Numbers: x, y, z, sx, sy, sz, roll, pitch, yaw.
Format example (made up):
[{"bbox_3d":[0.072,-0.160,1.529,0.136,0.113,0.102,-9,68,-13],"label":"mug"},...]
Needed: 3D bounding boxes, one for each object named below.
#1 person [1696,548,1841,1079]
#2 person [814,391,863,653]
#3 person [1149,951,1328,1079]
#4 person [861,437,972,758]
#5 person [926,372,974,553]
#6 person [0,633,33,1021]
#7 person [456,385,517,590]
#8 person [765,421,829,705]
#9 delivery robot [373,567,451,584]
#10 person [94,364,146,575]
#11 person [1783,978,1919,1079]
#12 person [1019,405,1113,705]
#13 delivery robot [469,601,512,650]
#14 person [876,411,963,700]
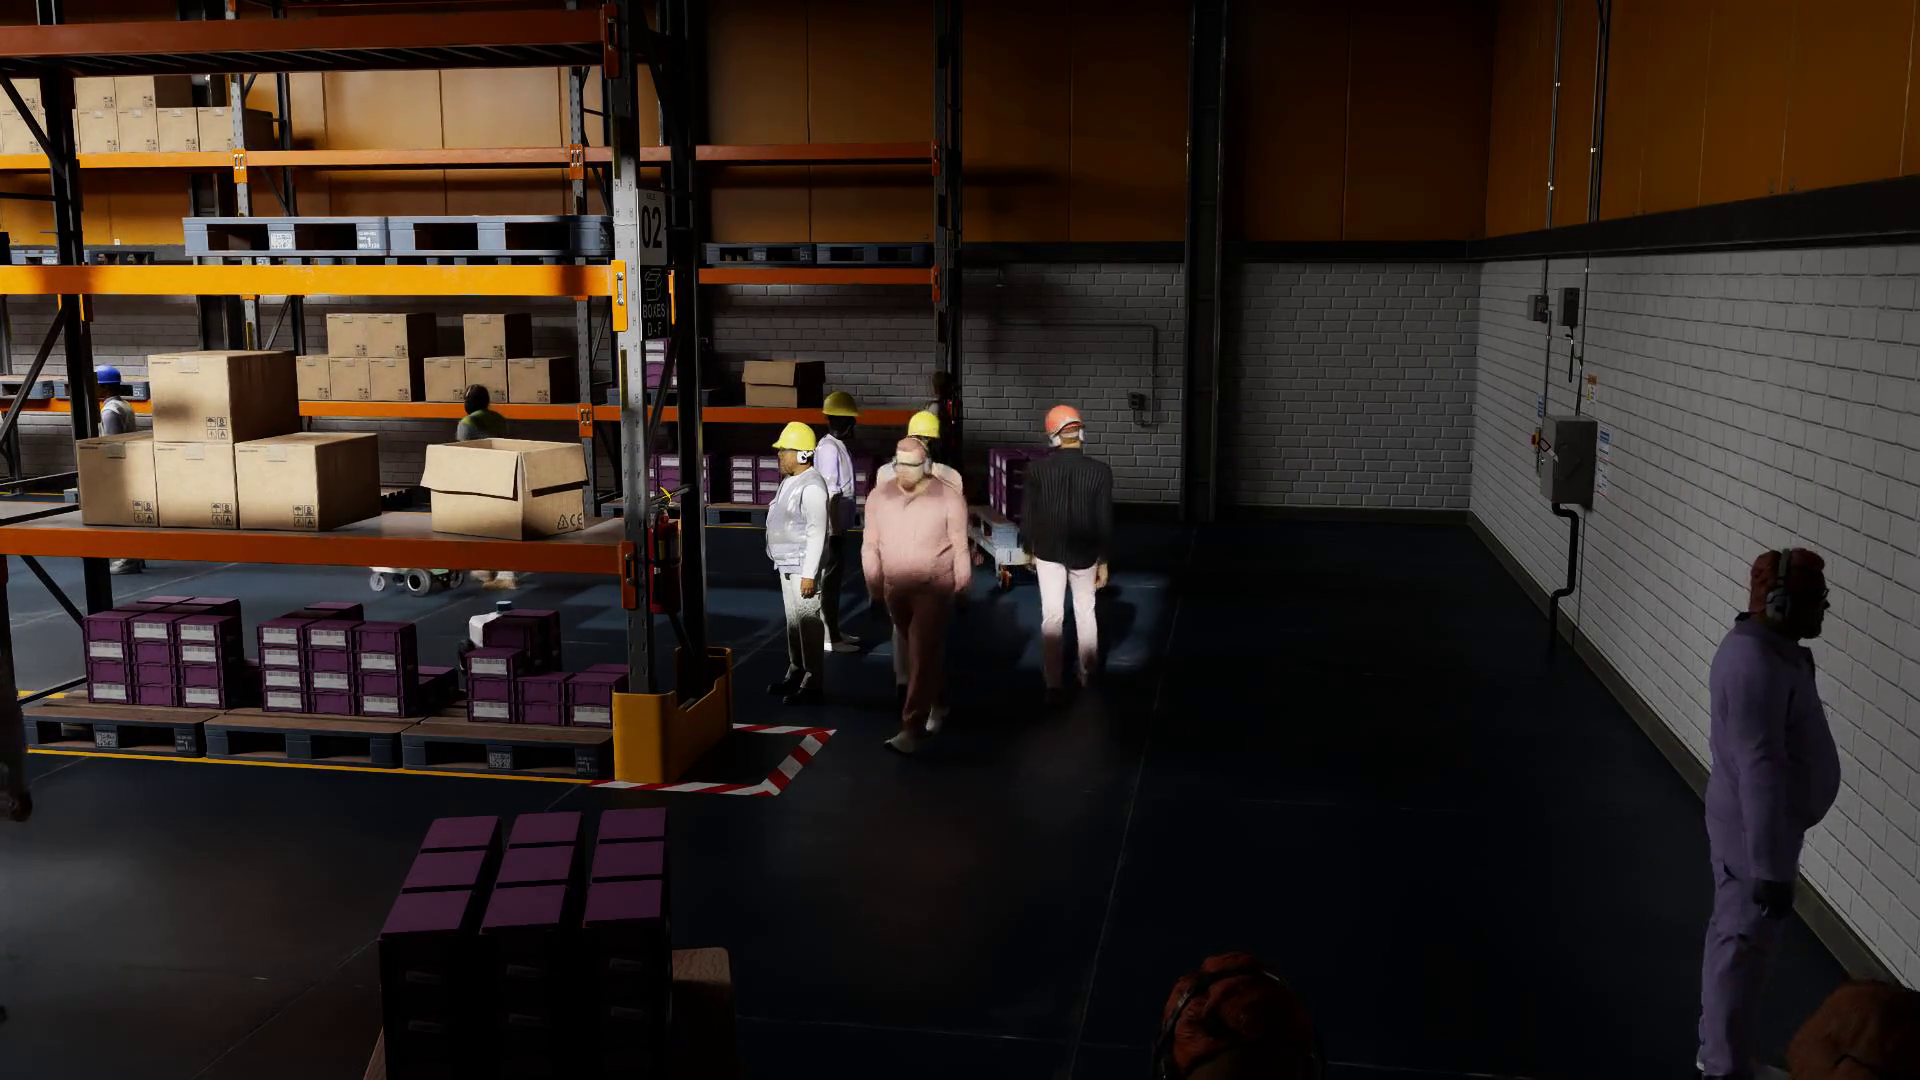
[{"bbox_3d":[2.669,0.969,5.504,0.402,1.903,0.683,4,10,23],"label":"person"},{"bbox_3d":[-0.894,-0.138,12.289,0.375,1.925,0.595,0,9,-2],"label":"person"},{"bbox_3d":[0.366,1.489,2.336,0.583,1.882,0.350,-2,9,-14],"label":"person"},{"bbox_3d":[-0.271,0.309,9.819,0.616,1.844,1.083,4,10,26],"label":"person"},{"bbox_3d":[-0.068,-0.737,16.343,0.837,1.814,0.548,0,9,-2],"label":"person"},{"bbox_3d":[-3.711,0.915,6.091,0.430,1.817,0.622,5,10,26],"label":"person"},{"bbox_3d":[-4.195,-0.464,14.742,0.650,1.806,0.639,3,10,17],"label":"person"},{"bbox_3d":[-1.058,0.146,10.811,0.404,1.837,0.590,-4,10,-23],"label":"person"},{"bbox_3d":[-4.792,0.136,14.548,0.707,0.478,0.477,4,10,23],"label":"delivery robot"},{"bbox_3d":[-7.806,-0.650,15.403,0.406,1.945,0.614,-2,9,-14],"label":"person"},{"bbox_3d":[1.530,1.541,2.853,0.503,1.619,0.491,-2,9,-12],"label":"person"},{"bbox_3d":[0.693,0.095,10.884,0.623,1.939,0.941,0,9,3],"label":"person"},{"bbox_3d":[-3.089,0.659,11.300,0.477,0.478,0.707,-5,11,-29],"label":"delivery robot"},{"bbox_3d":[-0.274,0.090,11.010,0.585,1.889,0.928,1,9,3],"label":"person"}]
